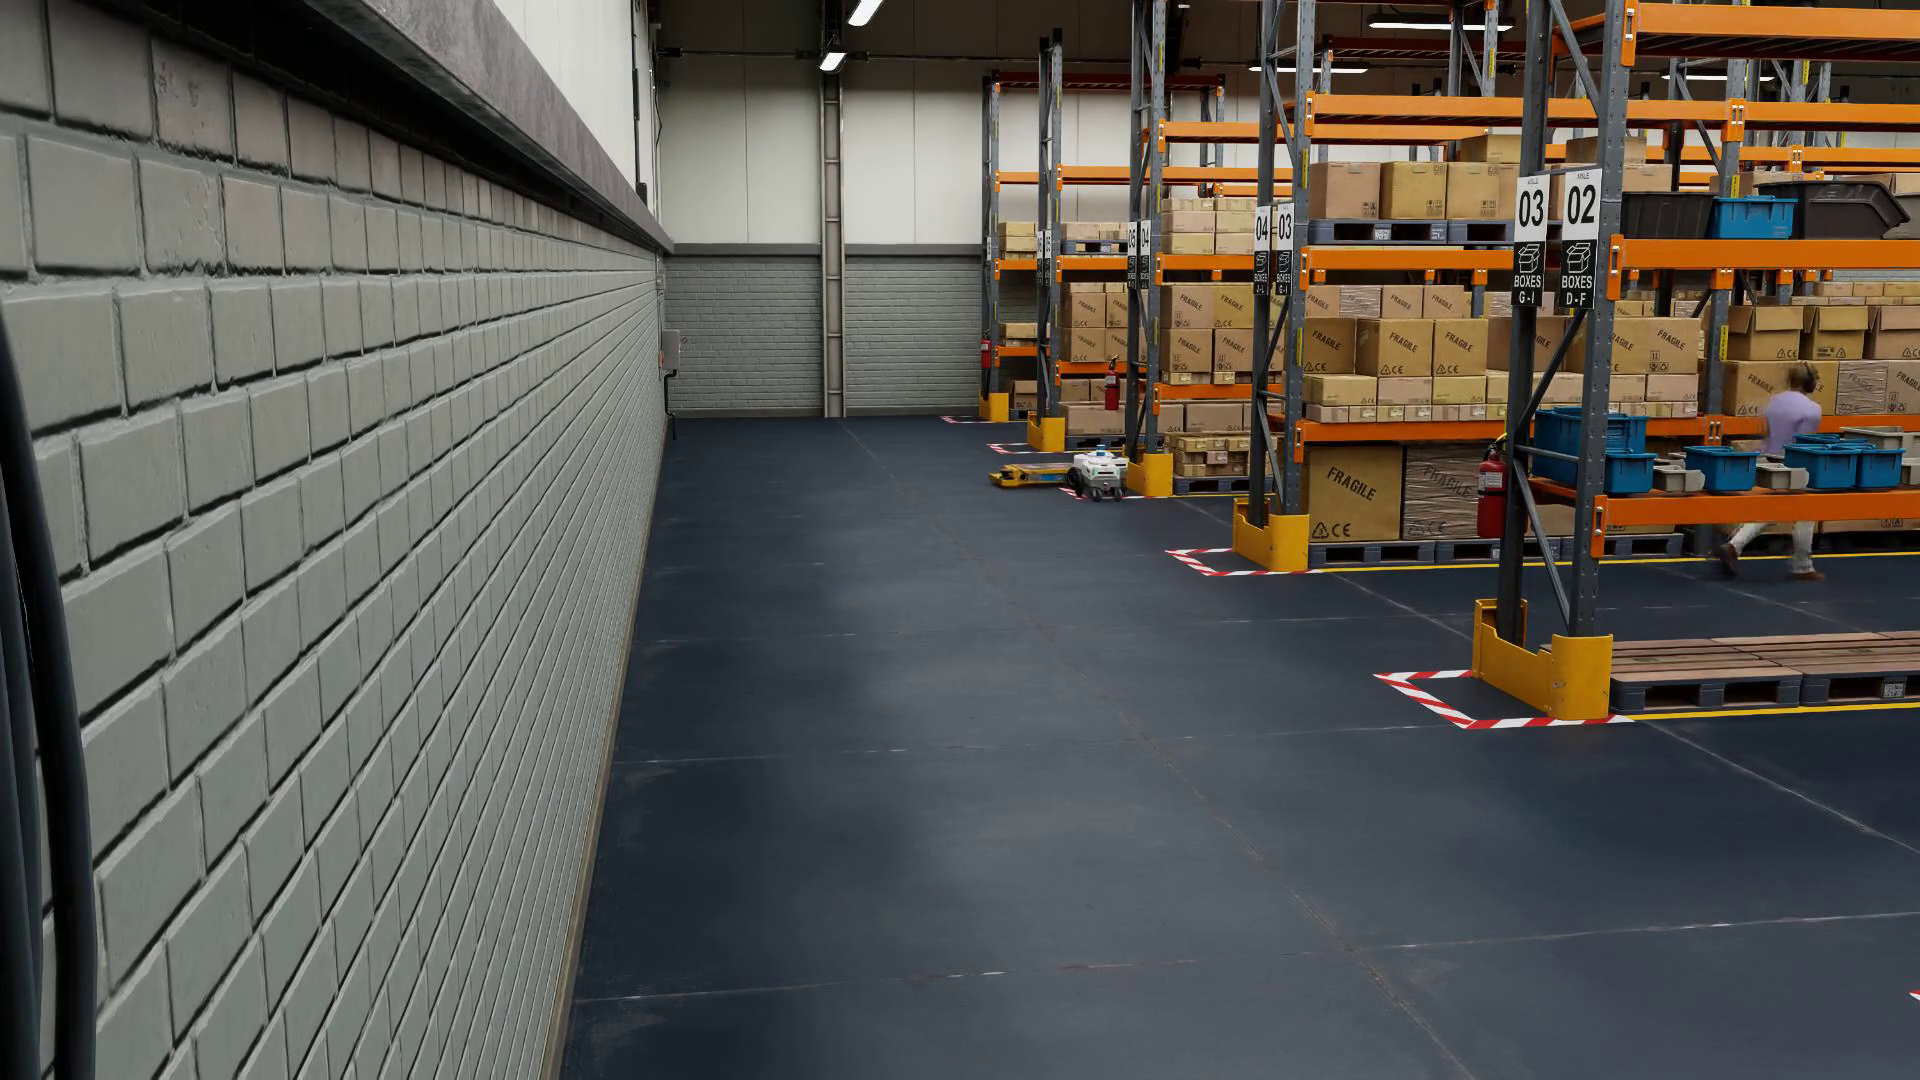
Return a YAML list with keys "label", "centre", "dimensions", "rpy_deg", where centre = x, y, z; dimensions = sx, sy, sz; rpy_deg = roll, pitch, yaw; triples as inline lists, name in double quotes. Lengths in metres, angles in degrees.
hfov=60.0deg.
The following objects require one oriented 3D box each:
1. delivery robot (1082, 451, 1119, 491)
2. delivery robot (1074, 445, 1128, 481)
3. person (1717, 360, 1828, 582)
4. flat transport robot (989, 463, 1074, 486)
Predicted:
- label: "delivery robot"
  centre: [1.629, -0.791, 19.308]
  dimensions: [0.477, 0.478, 0.707]
  rpy_deg: [-1, 9, -5]
- label: "delivery robot"
  centre: [1.695, -0.903, 19.996]
  dimensions: [0.477, 0.478, 0.707]
  rpy_deg: [-7, 11, -36]
- label: "person"
  centre: [6.957, -0.570, 14.088]
  dimensions: [0.868, 1.912, 0.635]
  rpy_deg: [-1, 9, -7]
- label: "flat transport robot"
  centre: [1.130, -0.822, 20.660]
  dimensions: [1.431, 0.197, 0.652]
  rpy_deg: [-2, 9, -13]
